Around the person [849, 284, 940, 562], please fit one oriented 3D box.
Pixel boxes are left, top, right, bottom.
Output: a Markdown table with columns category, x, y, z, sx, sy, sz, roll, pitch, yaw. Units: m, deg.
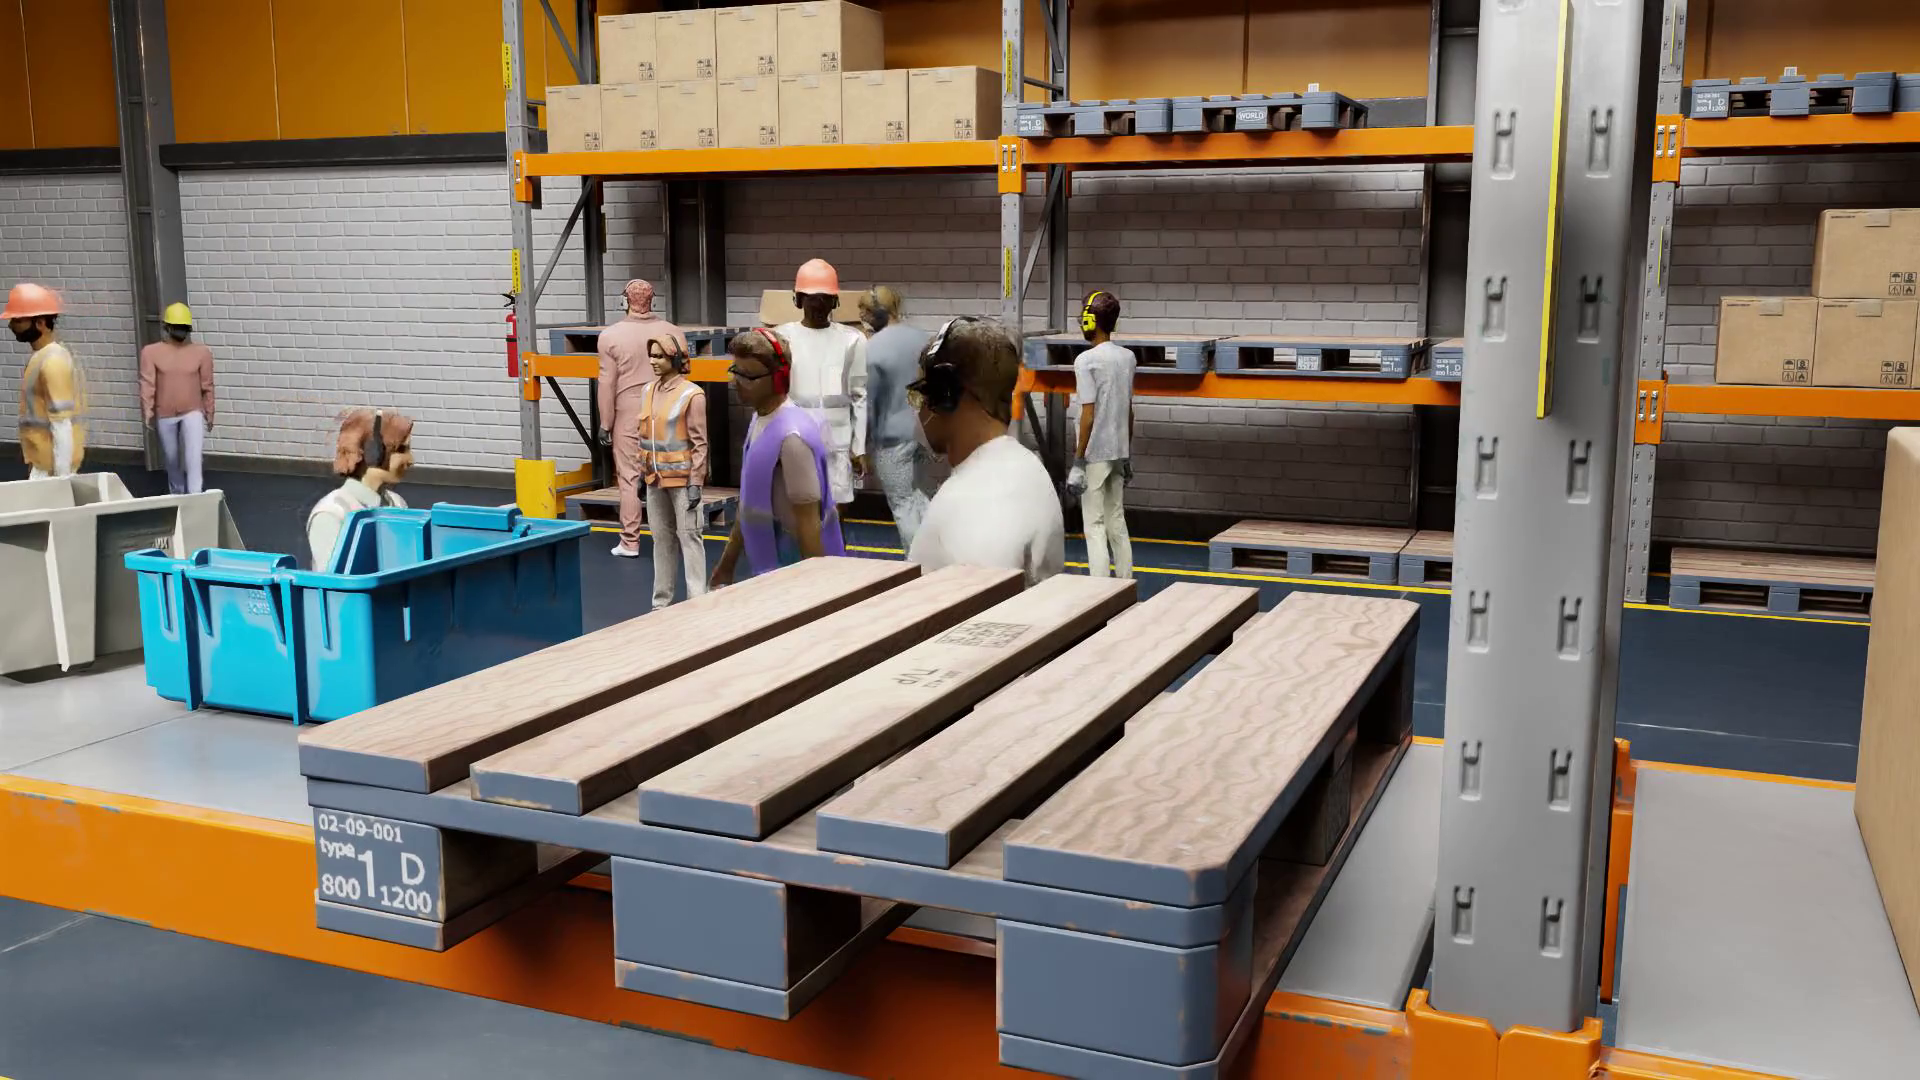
| category | x | y | z | sx | sy | sz | roll | pitch | yaw |
| --- | --- | --- | --- | --- | --- | --- | --- | --- | --- |
| person | -0.389 | -0.596 | 10.092 | 0.476 | 1.891 | 0.670 | 7 | 12 | 36 |

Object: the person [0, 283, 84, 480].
| category | x | y | z | sx | sy | sz | roll | pitch | yaw |
| --- | --- | --- | --- | --- | --- | --- | --- | --- | --- |
| person | -4.980 | -0.466 | 9.246 | 0.815 | 1.918 | 0.558 | -5 | 11 | -28 |

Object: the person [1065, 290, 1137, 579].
| category | x | y | z | sx | sy | sz | roll | pitch | yaw |
| --- | --- | --- | --- | --- | --- | --- | --- | --- | --- |
| person | 0.776 | -0.435 | 9.195 | 0.310 | 1.868 | 0.534 | 8 | 12 | 40 |

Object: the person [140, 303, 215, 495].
| category | x | y | z | sx | sy | sz | roll | pitch | yaw |
| --- | --- | --- | --- | --- | --- | --- | --- | --- | --- |
| person | -6.128 | -1.006 | 13.068 | 0.527 | 1.715 | 0.929 | -4 | 10 | -24 |

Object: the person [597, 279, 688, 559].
| category | x | y | z | sx | sy | sz | roll | pitch | yaw |
| --- | --- | --- | --- | --- | --- | --- | --- | --- | --- |
| person | -2.188 | -0.828 | 11.436 | 0.651 | 1.907 | 0.409 | -6 | 11 | -32 |

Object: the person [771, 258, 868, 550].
| category | x | y | z | sx | sy | sz | roll | pitch | yaw |
| --- | --- | --- | --- | --- | --- | --- | --- | --- | --- |
| person | -0.796 | -0.535 | 9.272 | 0.608 | 2.044 | 0.372 | -3 | 10 | -16 |

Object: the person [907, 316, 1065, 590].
| category | x | y | z | sx | sy | sz | roll | pitch | yaw |
| --- | --- | --- | --- | --- | --- | --- | --- | --- | --- |
| person | 0.016 | 0.490 | 3.516 | 0.437 | 1.909 | 0.645 | 1 | 10 | 8 |

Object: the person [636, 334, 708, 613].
| category | x | y | z | sx | sy | sz | roll | pitch | yaw |
| --- | --- | --- | --- | --- | --- | --- | --- | --- | --- |
| person | -1.579 | -0.309 | 9.125 | 0.514 | 1.641 | 0.307 | 7 | 12 | 37 |

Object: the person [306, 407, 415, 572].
| category | x | y | z | sx | sy | sz | roll | pitch | yaw |
| --- | --- | --- | --- | --- | --- | --- | --- | --- | --- |
| person | -1.795 | 0.394 | 5.081 | 0.900 | 1.584 | 0.530 | 3 | 10 | 16 |

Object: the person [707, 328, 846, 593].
| category | x | y | z | sx | sy | sz | roll | pitch | yaw |
| --- | --- | --- | --- | --- | --- | --- | --- | --- | --- |
| person | -0.723 | 0.145 | 5.942 | 0.983 | 1.778 | 0.614 | -2 | 10 | -10 |
